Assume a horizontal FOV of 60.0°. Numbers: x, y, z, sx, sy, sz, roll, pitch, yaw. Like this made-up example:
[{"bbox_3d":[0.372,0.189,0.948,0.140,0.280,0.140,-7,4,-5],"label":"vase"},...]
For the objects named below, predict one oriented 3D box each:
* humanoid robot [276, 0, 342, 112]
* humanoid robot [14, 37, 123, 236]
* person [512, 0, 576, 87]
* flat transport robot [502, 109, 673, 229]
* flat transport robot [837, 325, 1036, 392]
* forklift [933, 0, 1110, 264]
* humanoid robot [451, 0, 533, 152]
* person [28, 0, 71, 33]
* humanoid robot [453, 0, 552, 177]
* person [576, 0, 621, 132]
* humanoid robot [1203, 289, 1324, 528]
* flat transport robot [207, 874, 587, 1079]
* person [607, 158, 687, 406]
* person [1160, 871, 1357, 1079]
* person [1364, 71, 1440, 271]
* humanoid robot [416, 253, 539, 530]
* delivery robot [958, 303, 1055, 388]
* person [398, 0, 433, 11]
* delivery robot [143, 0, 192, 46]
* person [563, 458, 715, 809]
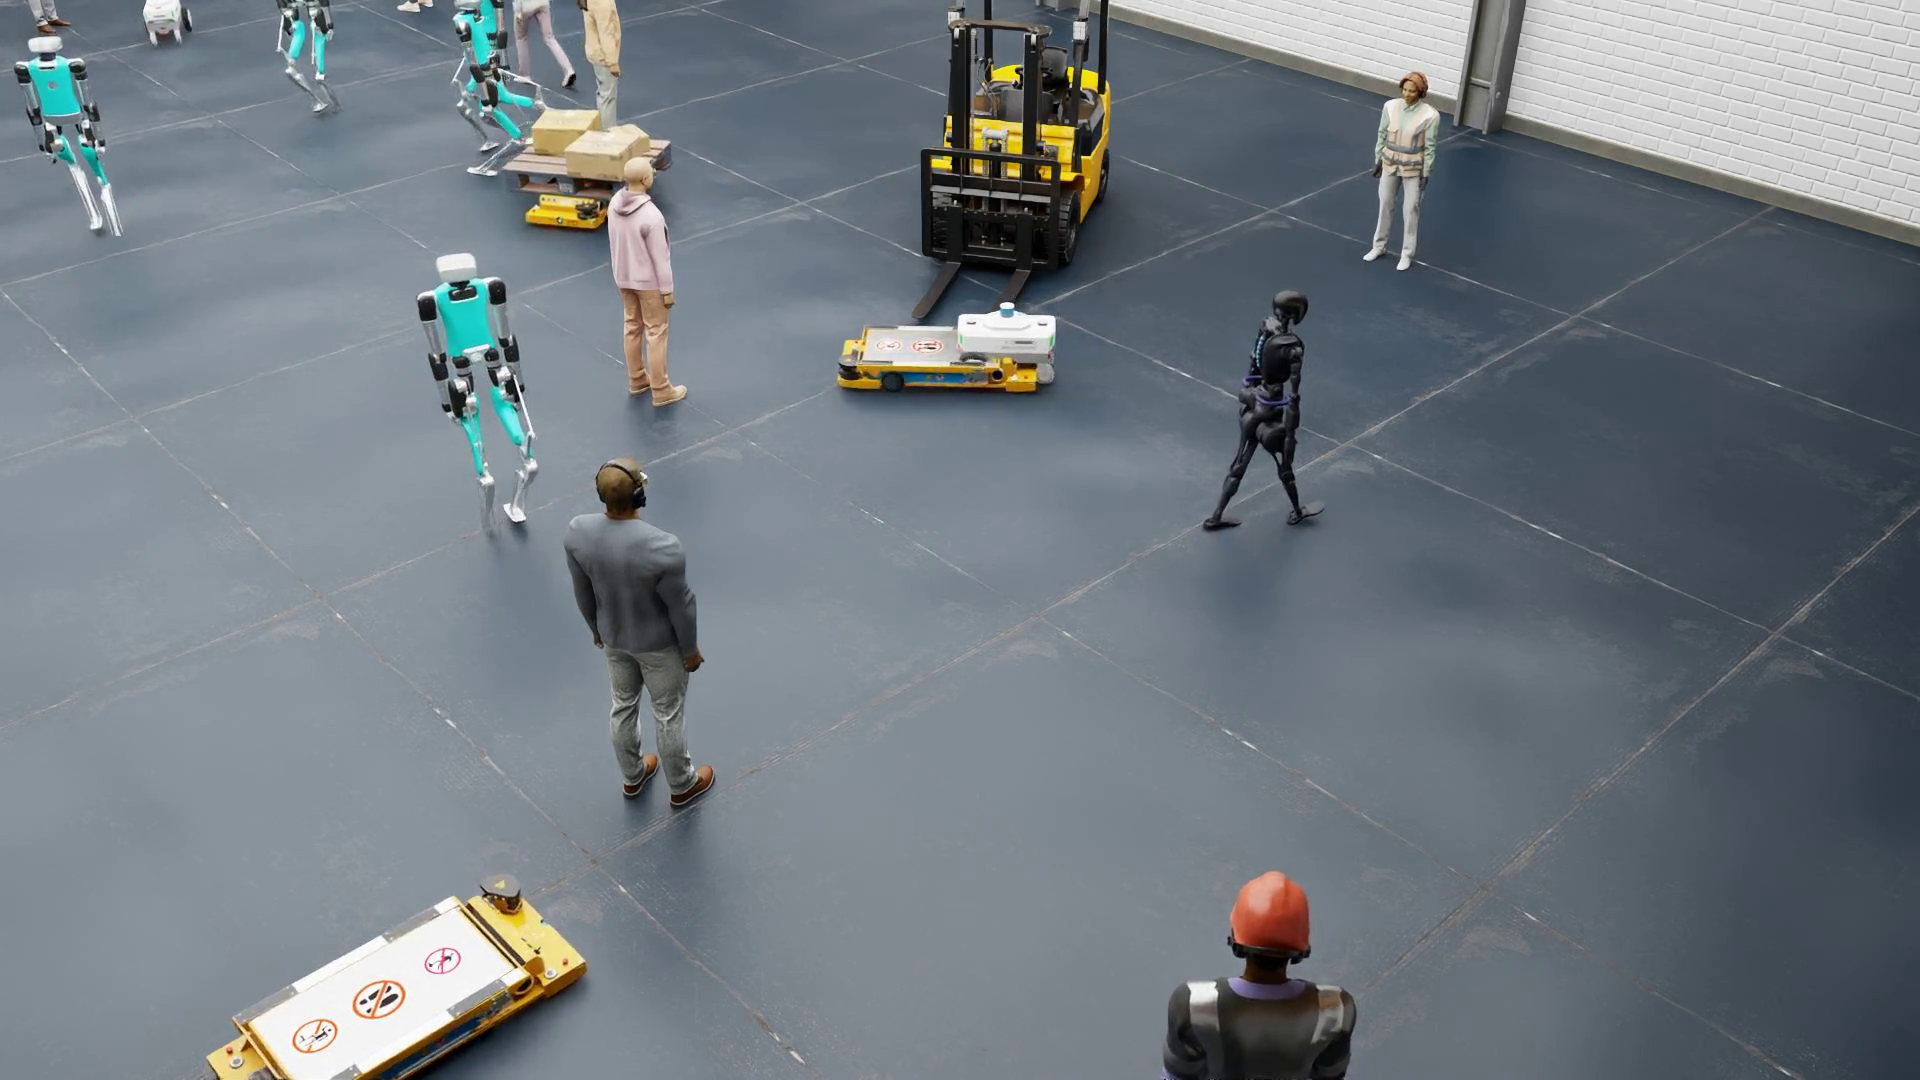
[{"bbox_3d":[-6.613,-5.096,16.691,0.555,1.809,0.770,1,33,2],"label":"humanoid robot"},{"bbox_3d":[-7.496,-3.398,14.119,0.540,1.857,0.745,-9,34,-14],"label":"humanoid robot"},{"bbox_3d":[-4.458,-5.610,17.453,0.829,1.736,0.522,25,41,33],"label":"person"},{"bbox_3d":[-3.335,-3.190,15.076,0.659,0.231,1.431,7,34,11],"label":"flat transport robot"},{"bbox_3d":[-0.157,-1.328,12.214,1.431,0.231,0.659,1,33,2],"label":"flat transport robot"},{"bbox_3d":[0.570,-3.725,14.138,1.214,2.155,2.313,9,34,13],"label":"forklift"},{"bbox_3d":[-4.551,-4.521,15.786,0.780,1.793,0.539,-27,41,-34],"label":"humanoid robot"},{"bbox_3d":[-10.762,-6.752,19.279,0.333,1.651,0.459,4,33,6],"label":"person"},{"bbox_3d":[-4.073,-4.090,15.164,1.048,1.758,0.547,-1,33,-1],"label":"humanoid robot"},{"bbox_3d":[-3.391,-4.617,15.807,0.391,1.872,0.560,-11,35,-16],"label":"person"},{"bbox_3d":[1.914,-0.801,10.152,0.770,1.627,0.615,-10,34,-15],"label":"humanoid robot"},{"bbox_3d":[-2.391,1.991,7.113,1.431,0.231,0.659,-27,42,-35],"label":"flat transport robot"},{"bbox_3d":[-2.198,-1.774,11.523,0.519,1.777,0.409,23,40,31],"label":"person"},{"bbox_3d":[0.955,1.927,5.604,0.602,2.033,0.419,0,33,0],"label":"person"},{"bbox_3d":[3.609,-3.011,13.553,0.516,1.632,0.316,25,41,33],"label":"person"},{"bbox_3d":[-2.835,-0.758,10.083,0.537,1.878,0.733,-17,37,-25],"label":"humanoid robot"},{"bbox_3d":[0.312,-1.431,12.127,0.801,0.612,0.499,1,33,2],"label":"delivery robot"},{"bbox_3d":[-6.648,-7.314,19.949,0.409,1.867,0.799,16,36,23],"label":"person"},{"bbox_3d":[-9.216,-6.067,19.254,0.499,0.614,0.808,-10,34,-15],"label":"delivery robot"},{"bbox_3d":[-1.518,0.459,7.938,0.629,1.940,0.373,11,35,17],"label":"person"}]
